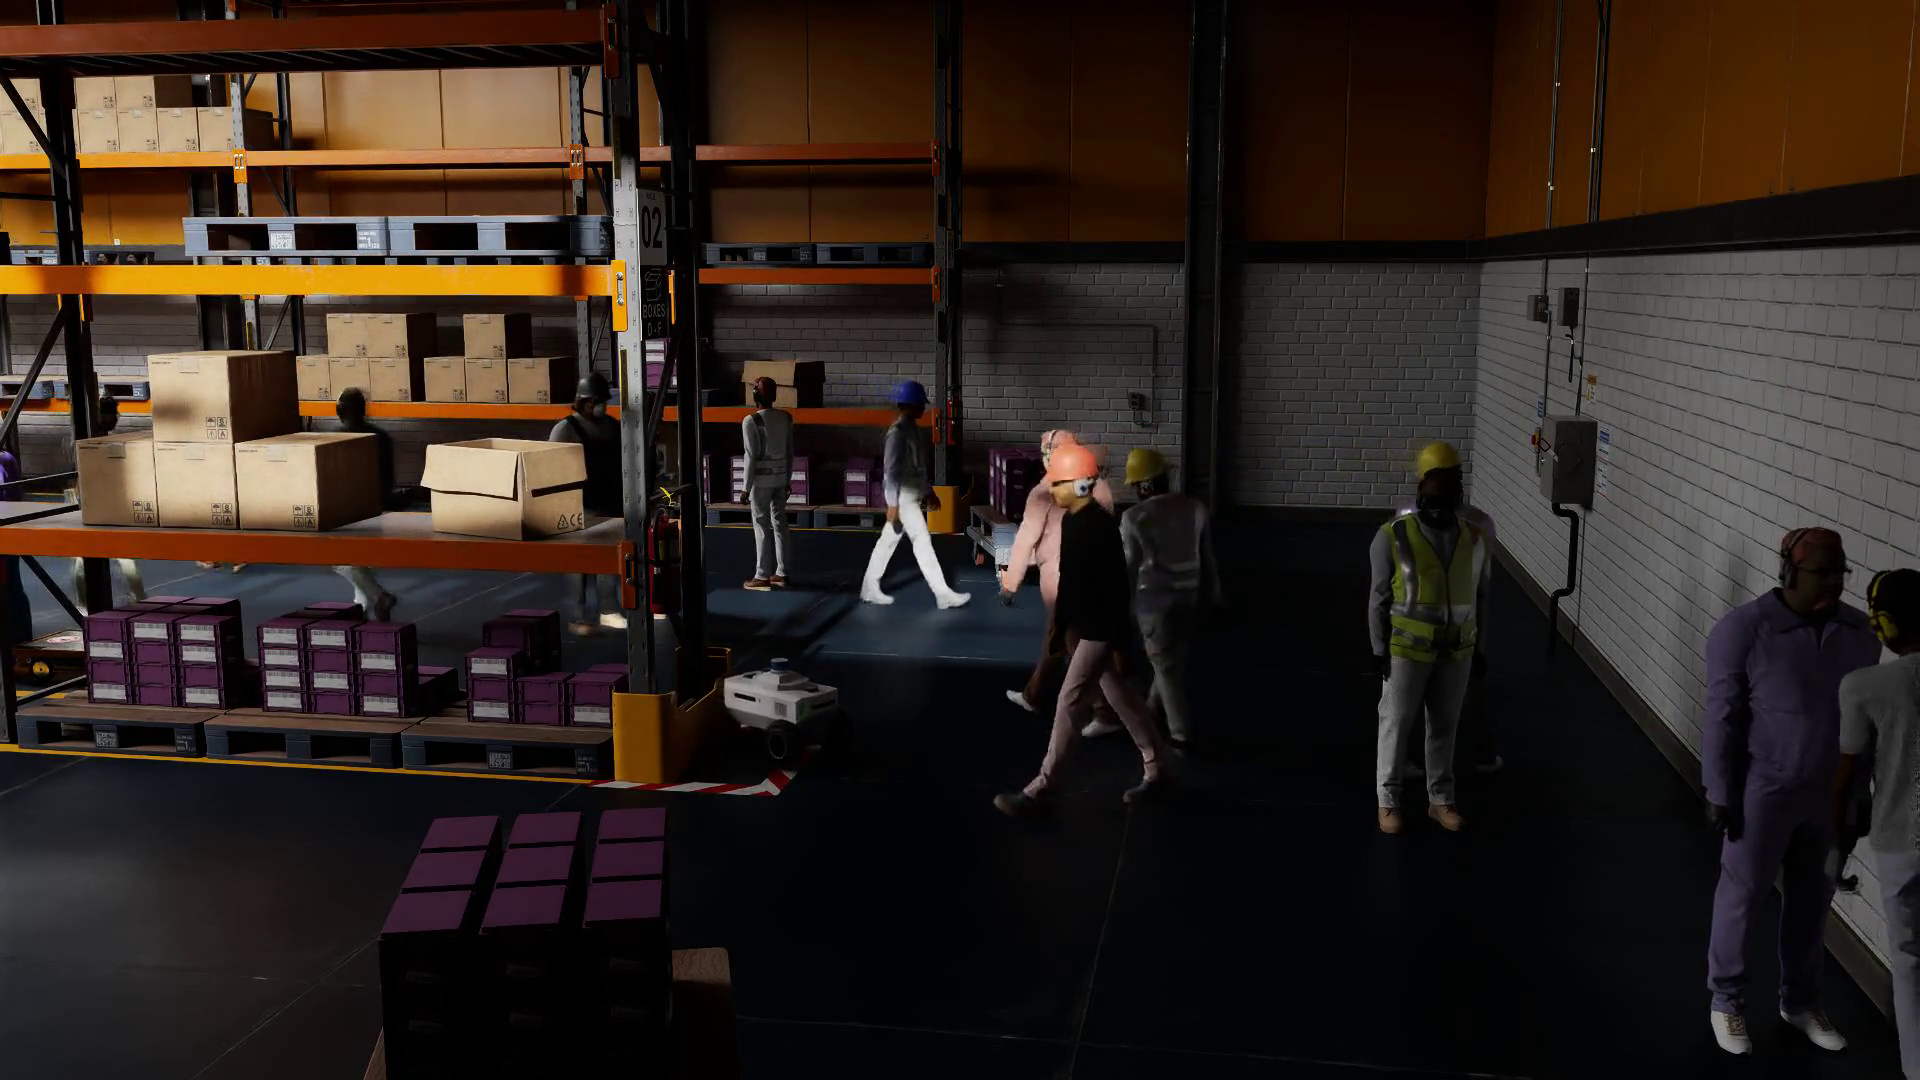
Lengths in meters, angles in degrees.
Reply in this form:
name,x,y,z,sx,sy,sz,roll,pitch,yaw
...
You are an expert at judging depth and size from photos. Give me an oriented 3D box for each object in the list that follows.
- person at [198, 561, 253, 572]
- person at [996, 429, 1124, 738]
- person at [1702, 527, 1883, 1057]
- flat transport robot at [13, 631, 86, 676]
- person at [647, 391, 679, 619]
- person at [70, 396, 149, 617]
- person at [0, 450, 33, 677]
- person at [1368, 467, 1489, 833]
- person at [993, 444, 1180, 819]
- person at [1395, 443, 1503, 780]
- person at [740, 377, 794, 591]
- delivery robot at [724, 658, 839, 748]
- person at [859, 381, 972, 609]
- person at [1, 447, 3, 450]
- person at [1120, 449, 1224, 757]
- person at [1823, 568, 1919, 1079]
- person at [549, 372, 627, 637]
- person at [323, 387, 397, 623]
name,x,y,z,sx,sy,sz,roll,pitch,yaw
person,-6.863,-0.619,15.531,0.971,1.839,0.594,5,10,28
person,0.636,0.255,10.147,1.036,1.843,0.654,9,13,43
person,2.981,0.896,5.945,0.651,1.905,0.409,-1,9,-6
flat transport robot,-5.919,0.796,11.619,1.431,0.197,0.652,1,9,8
person,-2.493,-0.284,13.459,0.429,1.842,0.636,2,9,12
person,-6.786,-0.232,13.234,1.020,1.807,0.530,5,11,30
person,-6.653,0.034,11.511,0.378,1.836,0.561,-1,9,-7
person,2.347,0.551,8.307,0.621,1.837,0.429,-1,9,-8
person,0.701,0.462,8.564,1.034,1.934,0.610,-1,9,-9
person,2.665,0.401,9.142,0.593,1.873,0.740,8,12,40
person,-1.699,-0.496,14.646,0.347,1.882,0.584,7,12,38
delivery robot,-1.040,0.927,9.636,0.707,0.478,0.477,8,12,40
person,-0.414,-0.371,13.842,0.995,1.898,0.617,1,9,8
person,-7.768,-0.230,12.941,0.783,1.909,0.648,4,10,24
person,1.163,0.342,9.798,0.658,1.769,0.839,-5,10,-28
person,3.157,1.012,5.437,0.608,1.834,0.492,1,9,8
person,-2.796,-0.288,12.868,0.536,2.000,0.688,7,12,38
person,-4.636,-0.223,12.849,0.692,1.919,0.643,5,11,30
